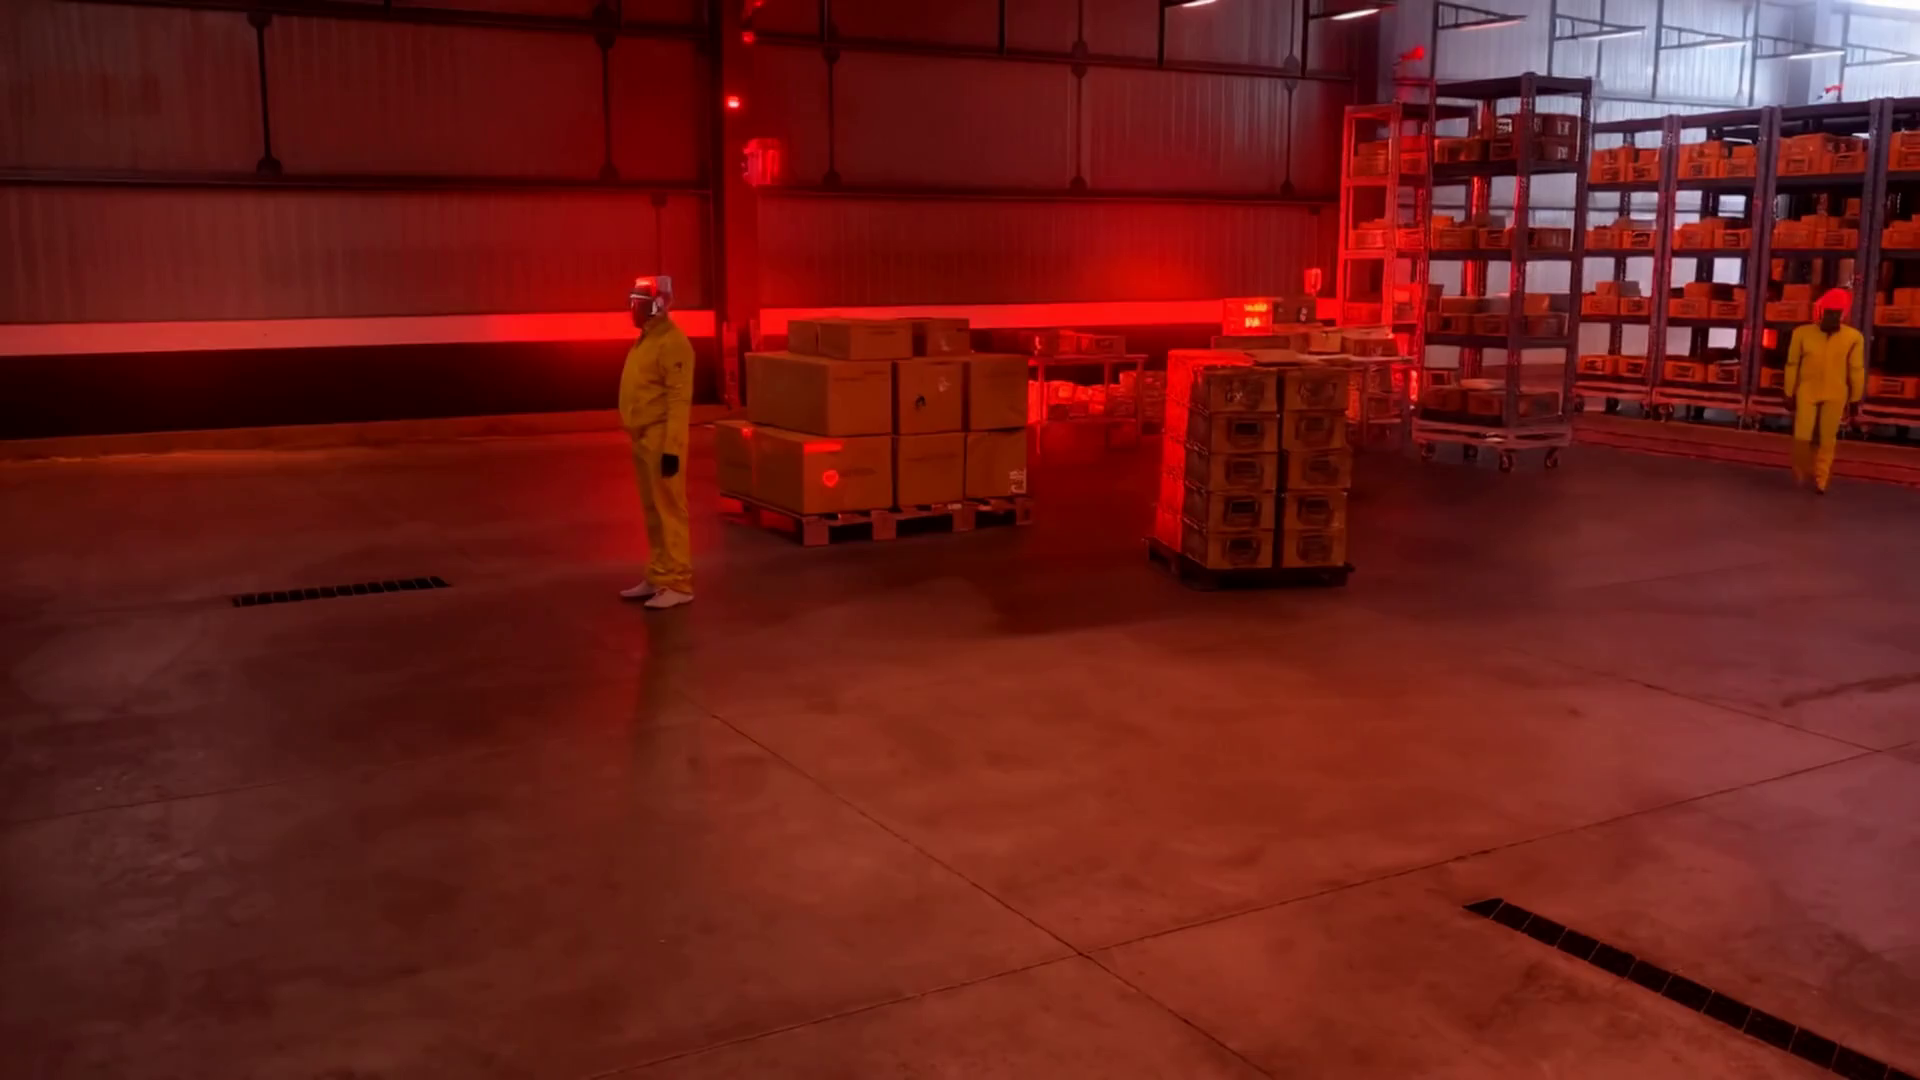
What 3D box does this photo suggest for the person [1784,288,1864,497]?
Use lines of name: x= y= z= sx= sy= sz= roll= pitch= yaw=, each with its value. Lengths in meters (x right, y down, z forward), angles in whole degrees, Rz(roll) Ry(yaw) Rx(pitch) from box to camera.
person: x=7.162 y=-1.218 z=13.802 sx=0.586 sy=1.733 sz=0.399 roll=5 pitch=11 yaw=25

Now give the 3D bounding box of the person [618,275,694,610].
person: x=-1.768 y=-0.565 z=9.618 sx=0.408 sy=1.913 sz=0.644 roll=-6 pitch=12 yaw=-30
